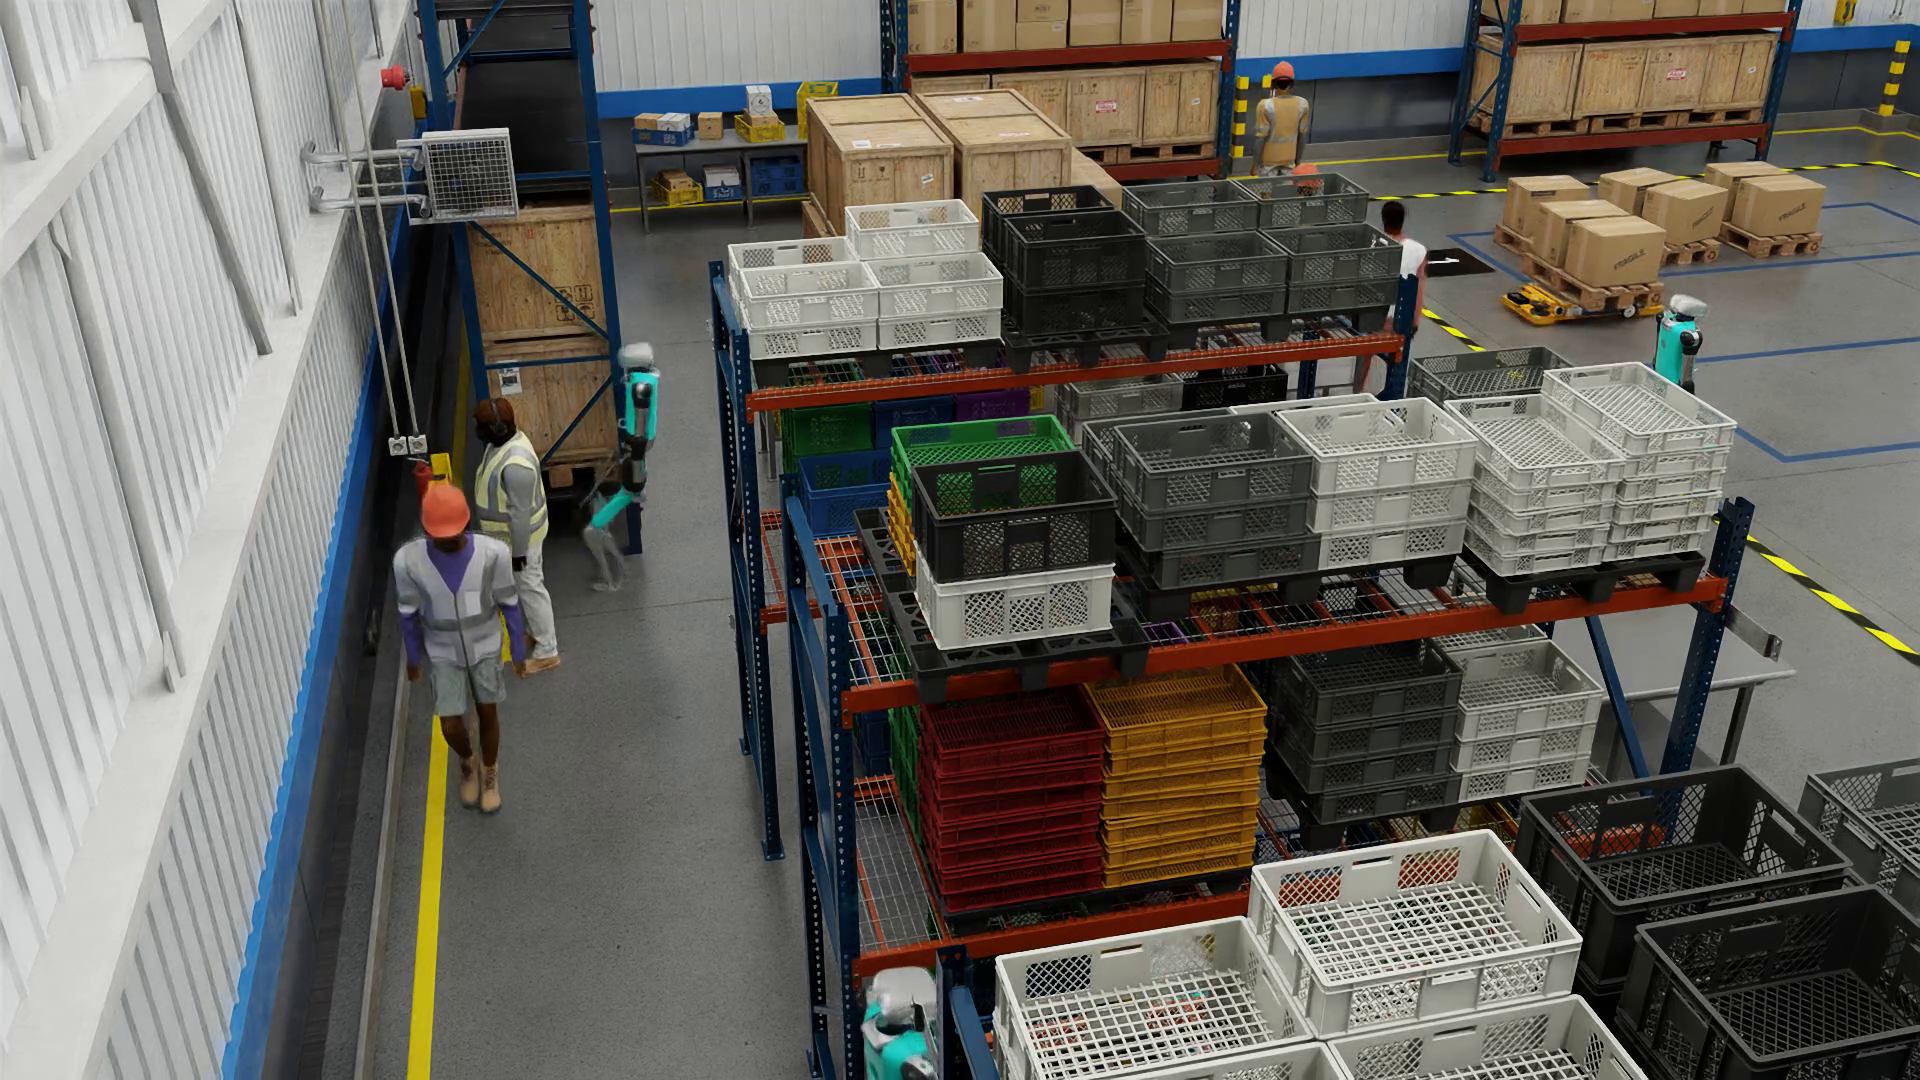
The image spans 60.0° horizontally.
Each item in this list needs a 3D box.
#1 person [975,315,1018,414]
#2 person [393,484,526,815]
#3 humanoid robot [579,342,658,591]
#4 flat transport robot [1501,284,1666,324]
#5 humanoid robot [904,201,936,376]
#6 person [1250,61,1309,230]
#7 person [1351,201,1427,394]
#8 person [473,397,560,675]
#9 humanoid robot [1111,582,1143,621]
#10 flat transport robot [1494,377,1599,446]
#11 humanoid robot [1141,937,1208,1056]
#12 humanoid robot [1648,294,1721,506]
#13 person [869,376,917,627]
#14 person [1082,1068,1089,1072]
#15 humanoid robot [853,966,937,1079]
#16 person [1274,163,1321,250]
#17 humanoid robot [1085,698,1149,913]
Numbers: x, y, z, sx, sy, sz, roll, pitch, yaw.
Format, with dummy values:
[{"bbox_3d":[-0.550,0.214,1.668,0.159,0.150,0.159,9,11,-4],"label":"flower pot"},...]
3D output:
[{"bbox_3d":[0.289,-1.184,12.609,0.391,1.838,0.563,-16,32,-28],"label":"person"},{"bbox_3d":[-2.674,0.612,8.999,0.644,2.025,0.438,-8,29,-15],"label":"person"},{"bbox_3d":[-2.419,-0.447,11.375,0.805,1.820,0.562,-4,28,-7],"label":"humanoid robot"},{"bbox_3d":[6.220,-2.405,16.580,1.431,0.197,0.652,-6,28,-12],"label":"flat transport robot"},{"bbox_3d":[-0.566,-2.016,14.403,0.727,1.877,0.541,7,29,13],"label":"humanoid robot"},{"bbox_3d":[3.418,-4.129,17.986,0.613,2.035,0.388,-8,29,-15],"label":"person"},{"bbox_3d":[3.583,-1.922,14.038,0.601,1.807,1.139,3,28,5],"label":"person"},{"bbox_3d":[-2.800,-0.041,10.454,0.430,1.832,0.621,-11,30,-20],"label":"person"},{"bbox_3d":[0.860,0.964,8.692,0.357,1.654,0.598,3,28,6],"label":"humanoid robot"},{"bbox_3d":[4.780,-1.036,14.013,0.659,0.231,1.431,-6,28,-12],"label":"flat transport robot"},{"bbox_3d":[1.023,2.215,6.350,0.804,1.838,0.543,-9,29,-16],"label":"humanoid robot"},{"bbox_3d":[5.404,-1.003,12.226,0.735,1.681,0.533,-2,28,-3],"label":"humanoid robot"},{"bbox_3d":[-0.426,-0.231,10.878,0.532,1.767,0.310,5,28,9],"label":"person"},{"bbox_3d":[0.370,2.492,5.602,0.533,1.869,0.315,-8,29,-15],"label":"person"},{"bbox_3d":[-0.026,2.298,6.179,0.655,1.866,0.550,-13,31,-24],"label":"humanoid robot"},{"bbox_3d":[2.976,-2.389,14.809,0.369,1.928,0.574,-11,30,-19],"label":"person"},{"bbox_3d":[0.772,1.214,8.222,0.370,1.647,0.608,2,28,4],"label":"humanoid robot"}]
